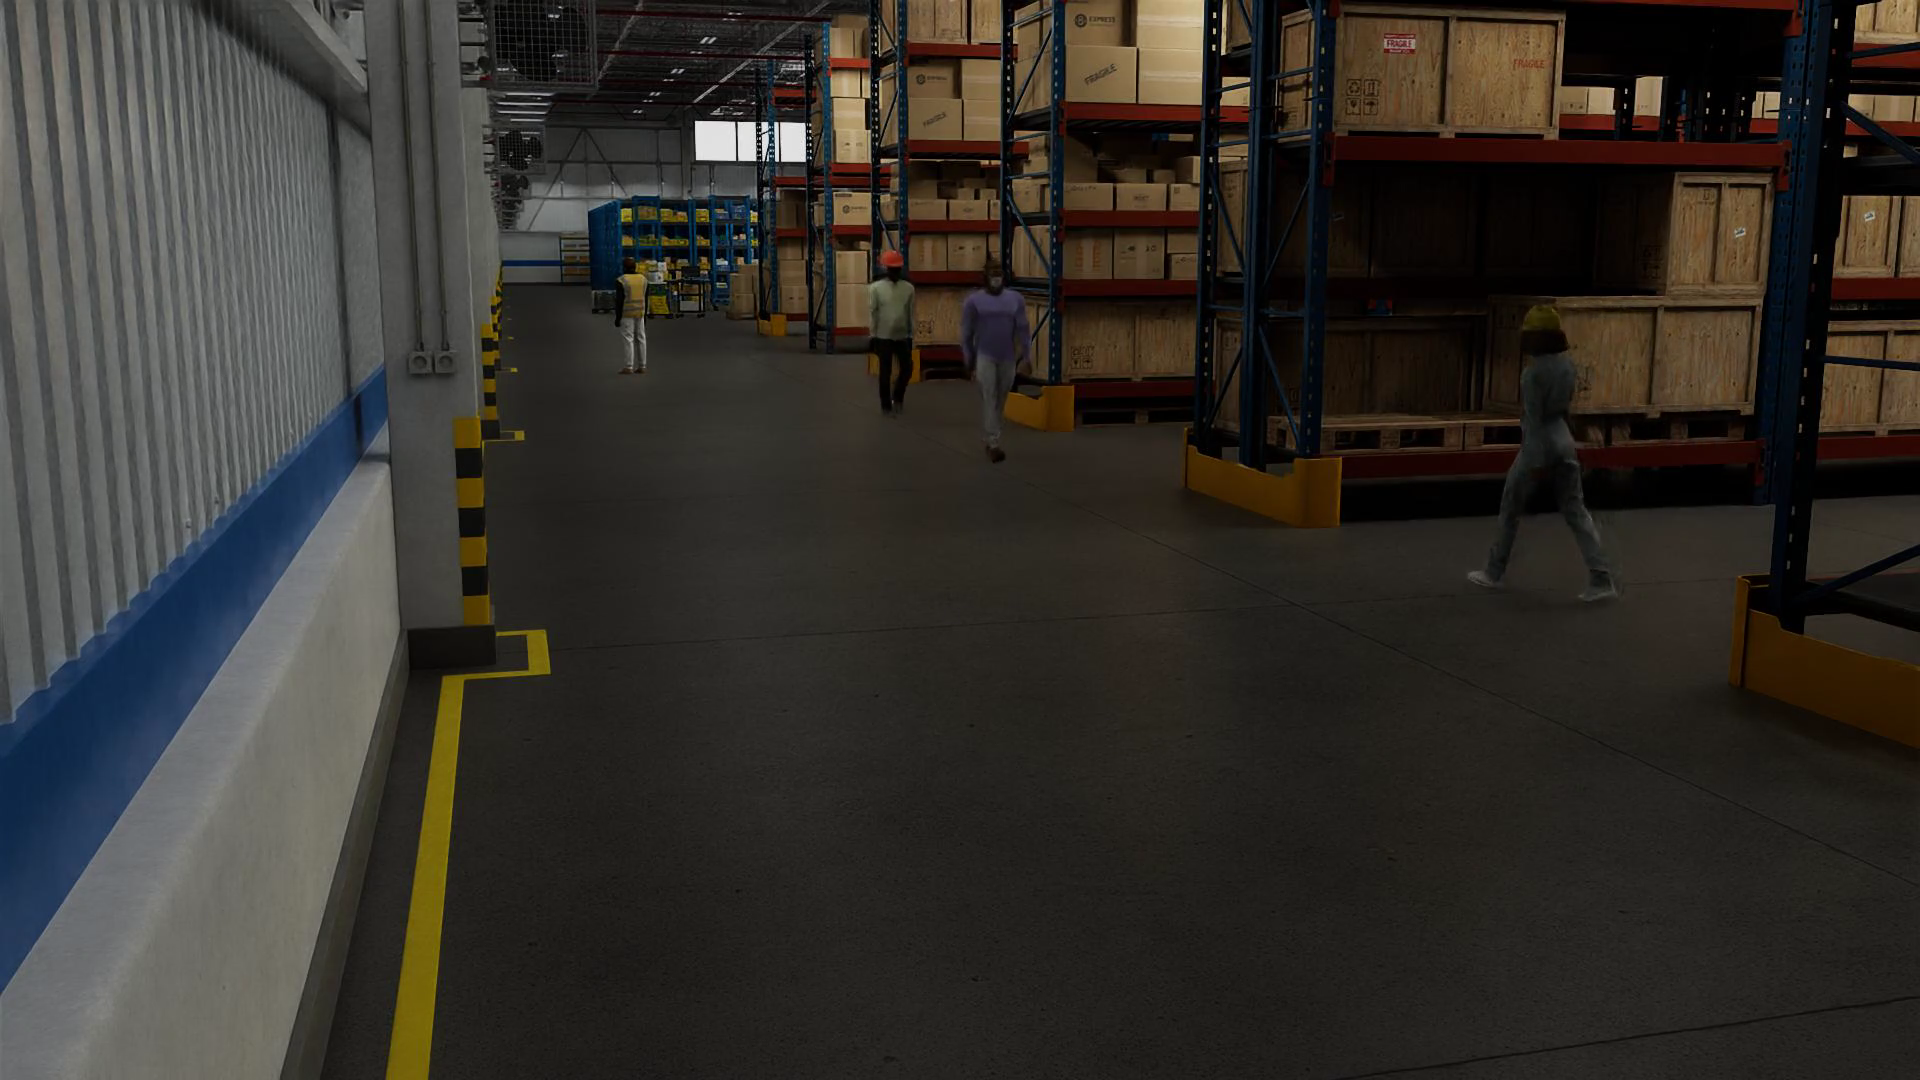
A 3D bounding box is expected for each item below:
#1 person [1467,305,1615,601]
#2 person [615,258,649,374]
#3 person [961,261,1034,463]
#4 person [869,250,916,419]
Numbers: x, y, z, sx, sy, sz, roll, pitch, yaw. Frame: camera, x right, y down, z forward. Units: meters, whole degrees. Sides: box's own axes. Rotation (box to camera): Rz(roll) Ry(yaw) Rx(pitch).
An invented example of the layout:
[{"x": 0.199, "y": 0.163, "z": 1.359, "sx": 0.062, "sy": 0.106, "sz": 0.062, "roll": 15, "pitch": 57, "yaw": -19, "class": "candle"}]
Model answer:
[{"x": 3.403, "y": -0.504, "z": 9.585, "sx": 0.487, "sy": 1.695, "sz": 0.919, "roll": -5, "pitch": 11, "yaw": -28, "class": "person"}, {"x": -5.227, "y": -3.545, "z": 26.393, "sx": 0.429, "sy": 1.844, "sz": 0.623, "roll": 8, "pitch": 13, "yaw": 40, "class": "person"}, {"x": 0.342, "y": -1.697, "z": 15.812, "sx": 0.645, "sy": 1.893, "sz": 1.013, "roll": -3, "pitch": 10, "yaw": -14, "class": "person"}, {"x": -0.785, "y": -2.395, "z": 19.505, "sx": 0.625, "sy": 1.980, "sz": 0.425, "roll": -4, "pitch": 11, "yaw": -23, "class": "person"}]
